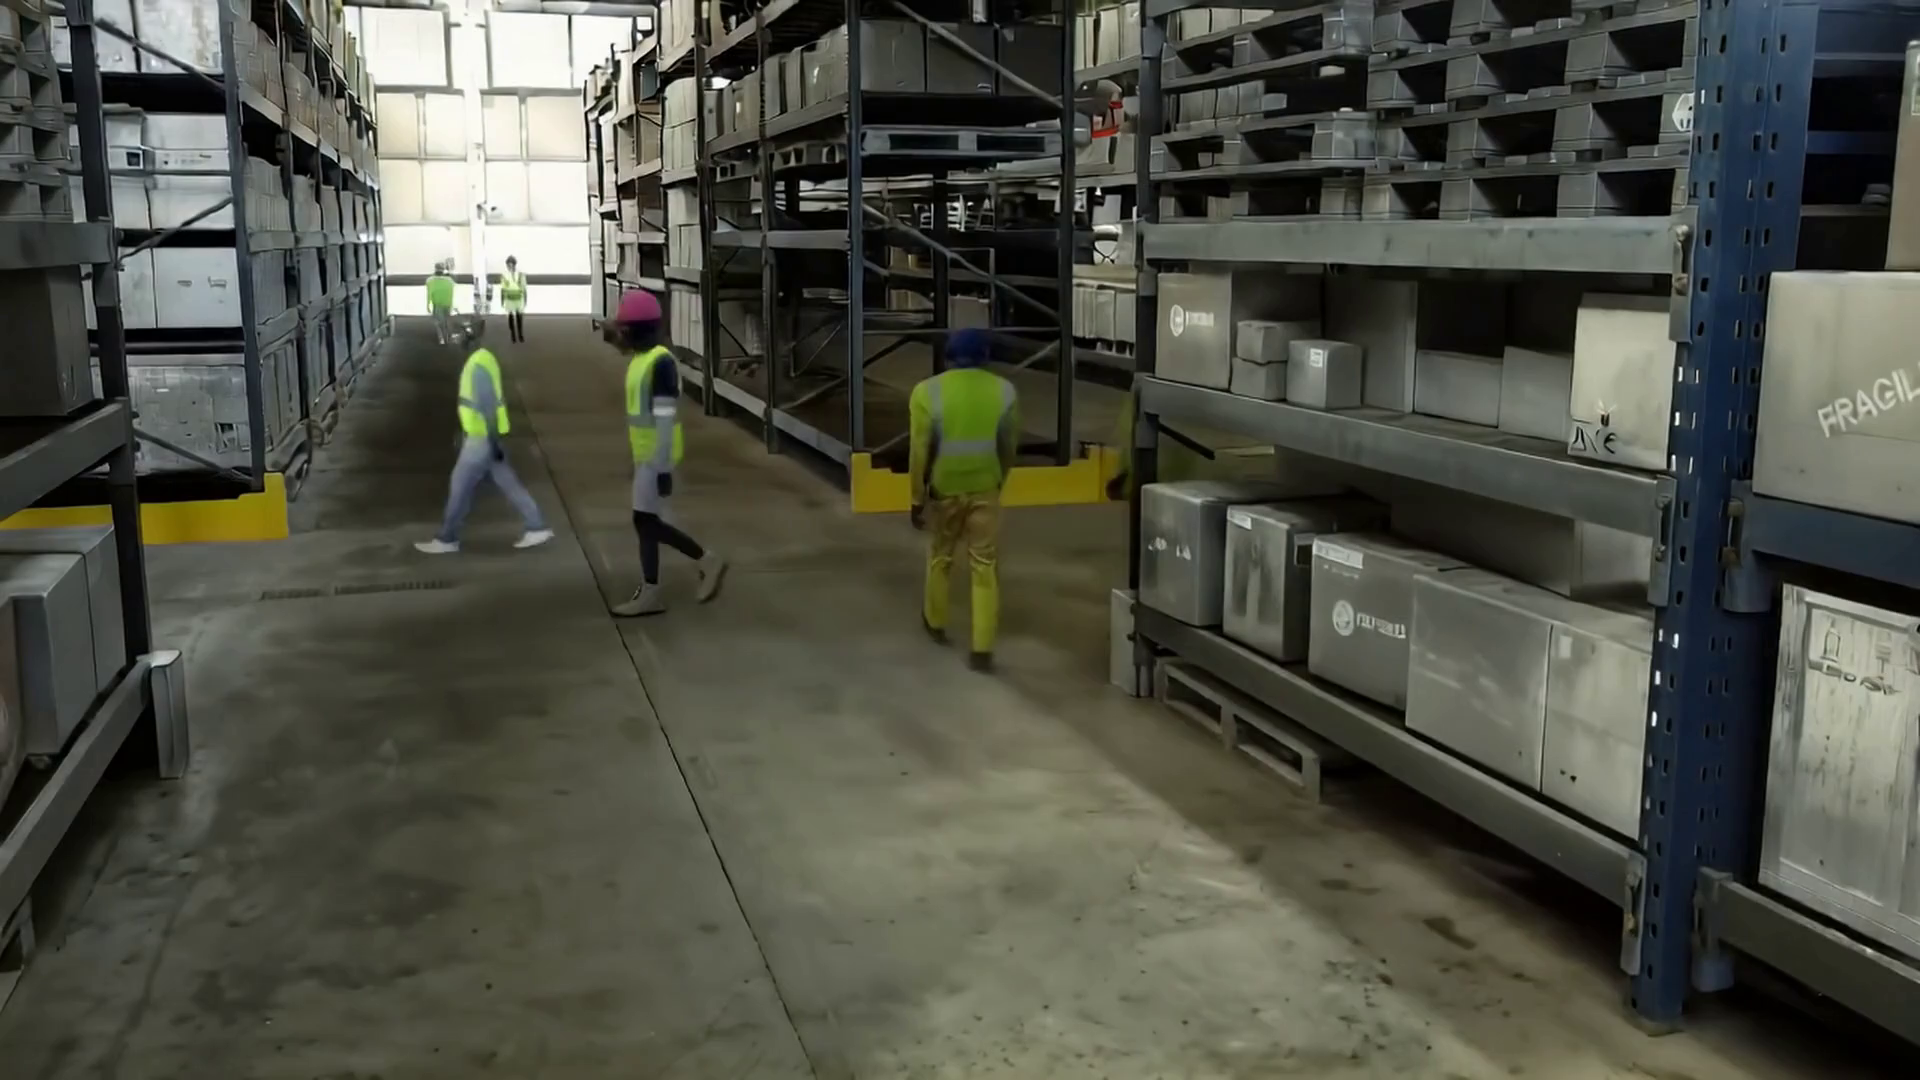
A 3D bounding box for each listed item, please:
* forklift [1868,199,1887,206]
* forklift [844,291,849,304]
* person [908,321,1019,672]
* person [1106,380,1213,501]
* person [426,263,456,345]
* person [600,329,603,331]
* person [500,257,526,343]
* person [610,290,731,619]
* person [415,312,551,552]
[{"bbox_3d":[11.338,-2.915,21.052,1.129,2.768,1.873,-3,11,-17],"label":"forklift"},{"bbox_3d":[-2.170,-7.350,45.360,1.873,2.768,1.129,-3,11,-17],"label":"forklift"},{"bbox_3d":[0.003,-0.269,9.278,0.625,1.875,1.014,-2,11,-10],"label":"person"},{"bbox_3d":[1.101,-0.348,9.689,0.578,1.890,0.661,-5,11,-24],"label":"person"},{"bbox_3d":[-11.345,-5.162,36.379,0.611,1.786,0.924,-4,11,-21],"label":"person"},{"bbox_3d":[-8.760,-6.181,41.685,0.522,1.891,0.646,-3,11,-15],"label":"person"},{"bbox_3d":[-9.900,-5.313,36.874,0.576,1.896,0.915,-4,11,-20],"label":"person"},{"bbox_3d":[-1.817,-0.519,10.238,0.622,2.030,0.618,-6,12,-28],"label":"person"},{"bbox_3d":[-3.578,-0.803,12.474,0.987,1.805,0.567,-2,11,-12],"label":"person"}]
